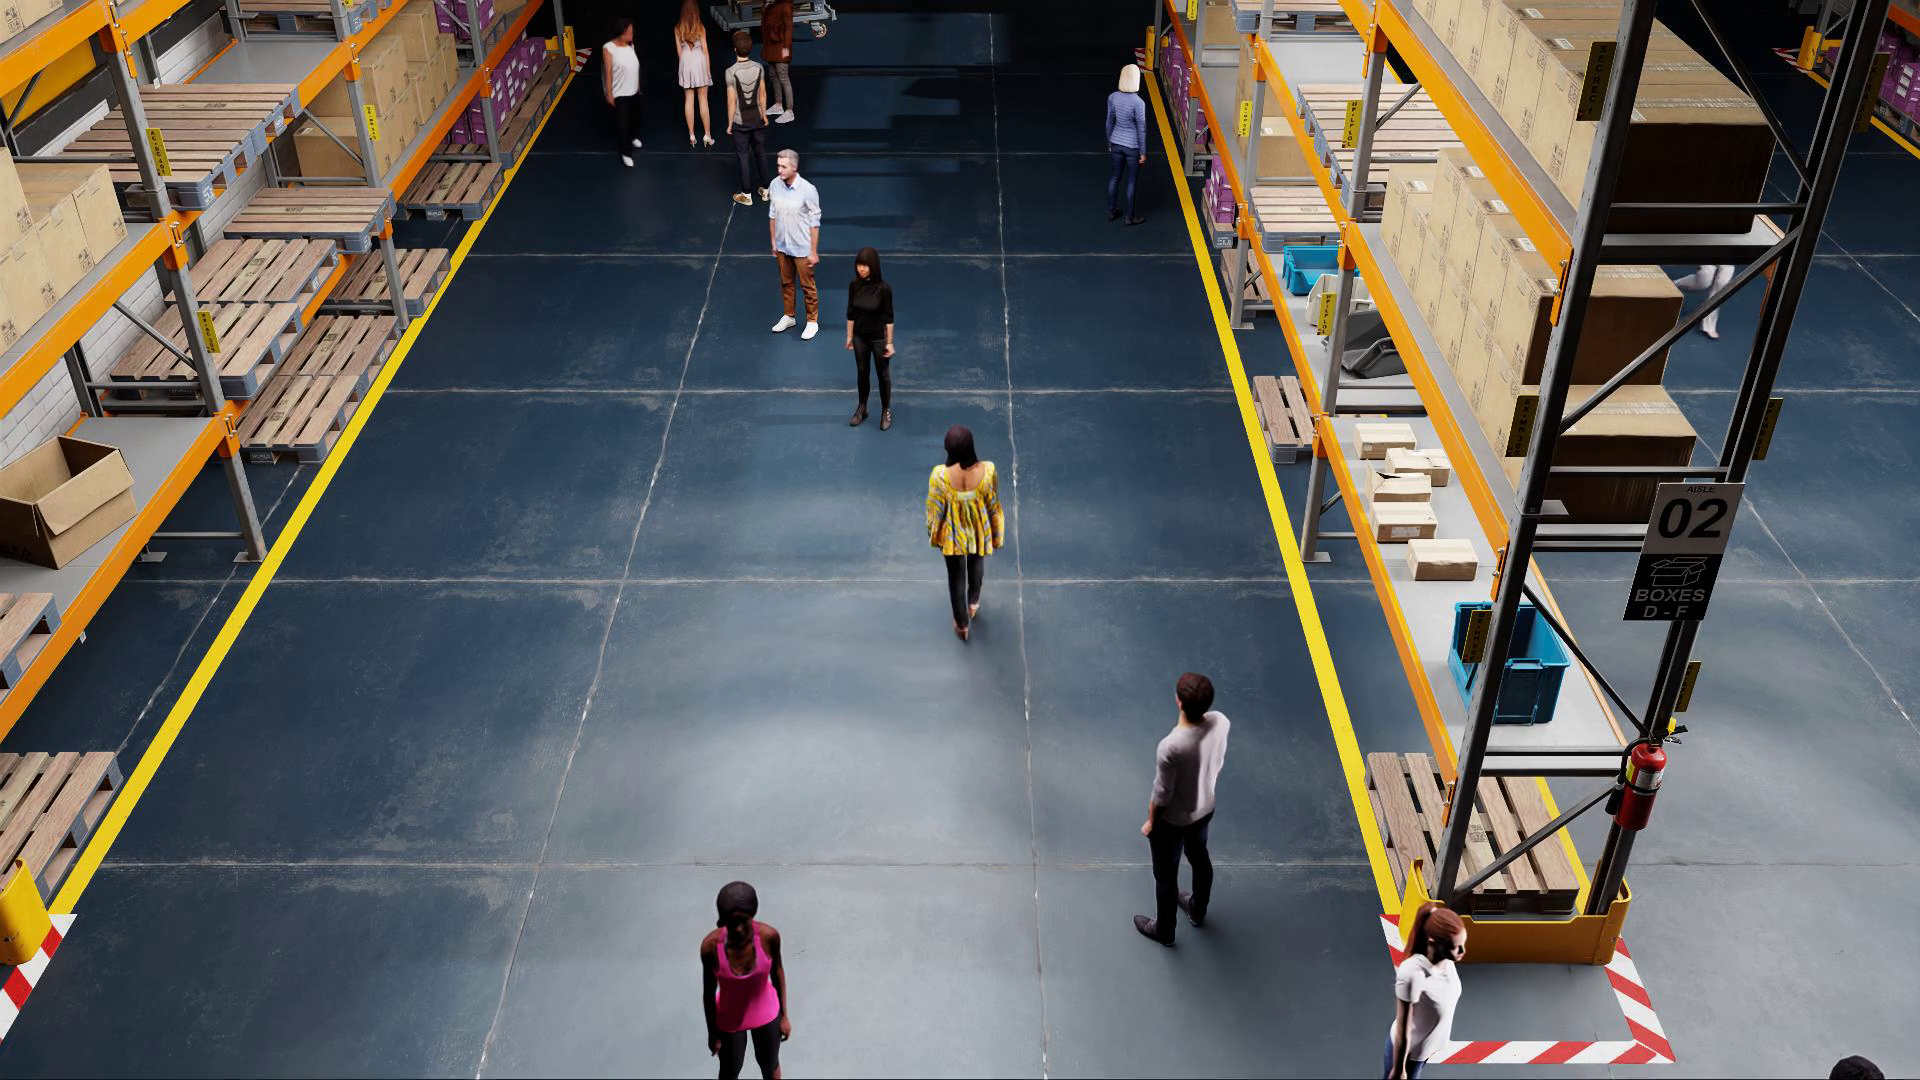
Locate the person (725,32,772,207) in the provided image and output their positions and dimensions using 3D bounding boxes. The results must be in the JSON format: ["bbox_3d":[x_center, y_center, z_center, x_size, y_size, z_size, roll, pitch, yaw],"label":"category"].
[{"bbox_3d":[-2.338,-4.637,18.311,0.741,1.895,0.748,-20,38,-27],"label":"person"}]

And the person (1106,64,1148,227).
[{"bbox_3d":[1.787,-4.245,17.857,0.723,1.744,0.766,26,41,33],"label":"person"}]

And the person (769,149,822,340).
[{"bbox_3d":[-1.548,-2.790,15.595,0.770,1.826,0.742,16,37,23],"label":"person"}]

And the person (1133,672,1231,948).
[{"bbox_3d":[1.238,1.476,9.161,0.734,1.843,0.755,-23,40,-30],"label":"person"}]

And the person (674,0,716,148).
[{"bbox_3d":[-3.166,-5.567,19.823,0.586,1.769,0.603,4,34,6],"label":"person"}]

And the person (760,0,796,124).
[{"bbox_3d":[-2.251,-6.126,20.602,0.905,1.839,0.822,-19,38,-26],"label":"person"}]

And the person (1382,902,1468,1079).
[{"bbox_3d":[2.136,2.376,7.903,0.717,1.737,0.626,21,39,28],"label":"person"}]

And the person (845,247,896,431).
[{"bbox_3d":[-0.751,-1.731,14.167,0.639,1.641,0.594,10,35,15],"label":"person"}]

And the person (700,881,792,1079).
[{"bbox_3d":[-1.031,2.296,8.037,0.616,1.722,0.624,-8,35,-12],"label":"person"}]

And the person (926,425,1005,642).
[{"bbox_3d":[0.045,-0.004,11.574,0.755,1.636,0.784,-6,34,-9],"label":"person"}]

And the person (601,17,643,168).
[{"bbox_3d":[-3.927,-5.281,19.484,0.993,1.670,1.069,-26,41,-33],"label":"person"}]
